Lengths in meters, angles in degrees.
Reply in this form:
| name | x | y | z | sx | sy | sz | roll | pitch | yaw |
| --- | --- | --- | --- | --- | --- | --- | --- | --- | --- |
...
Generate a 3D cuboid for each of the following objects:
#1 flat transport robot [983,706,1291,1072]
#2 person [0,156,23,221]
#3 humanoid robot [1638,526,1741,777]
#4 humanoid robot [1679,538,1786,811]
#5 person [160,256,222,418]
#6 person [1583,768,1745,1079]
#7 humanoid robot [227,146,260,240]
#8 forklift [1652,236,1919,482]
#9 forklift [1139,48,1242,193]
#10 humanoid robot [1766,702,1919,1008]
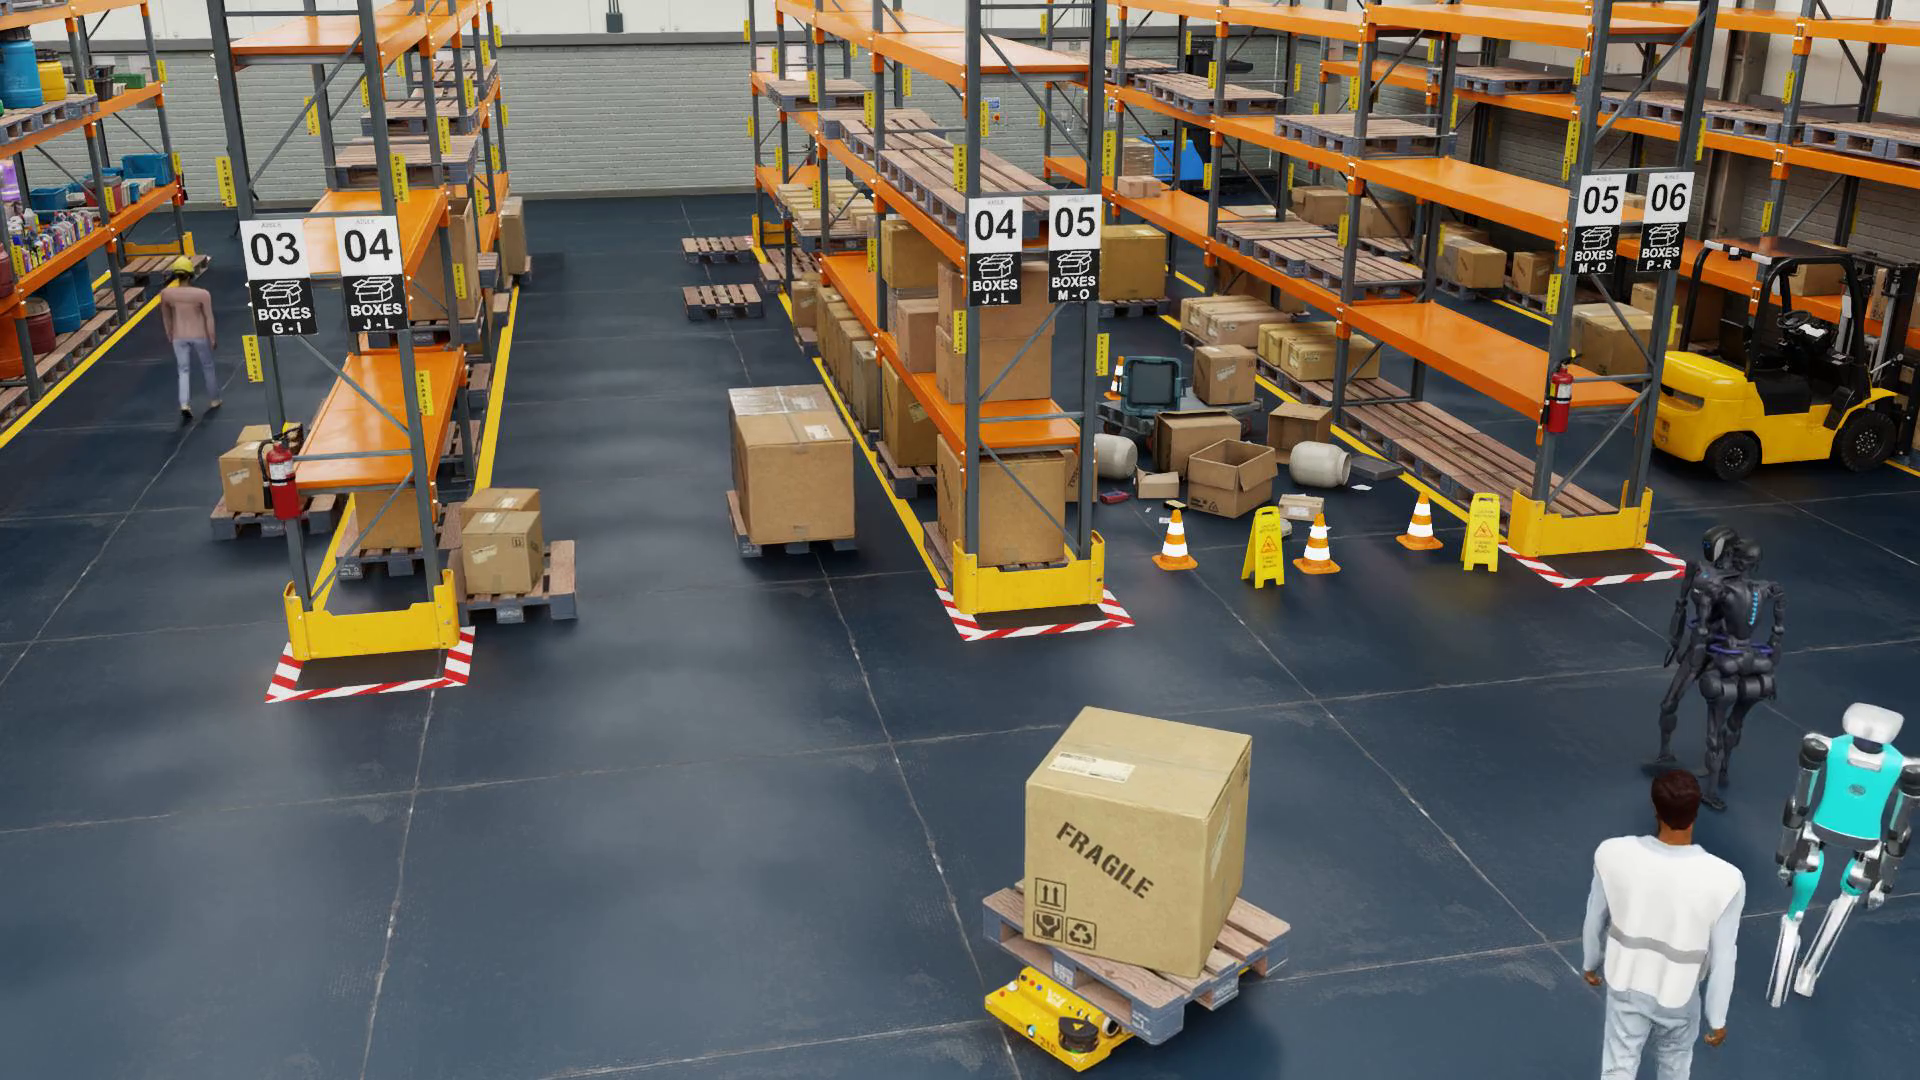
| name | x | y | z | sx | sy | sz | roll | pitch | yaw |
| --- | --- | --- | --- | --- | --- | --- | --- | --- | --- |
| flat transport robot | 0.858 | 2.156 | 8.398 | 1.431 | 0.231 | 0.659 | -17 | 26 | -39 |
| person | -15.348 | -5.478 | 26.916 | 0.347 | 1.688 | 0.489 | 12 | 23 | 28 |
| humanoid robot | 4.613 | 0.707 | 10.285 | 0.515 | 1.645 | 0.600 | -8 | 22 | -21 |
| humanoid robot | 4.683 | 0.785 | 10.076 | 0.584 | 1.632 | 0.546 | -2 | 20 | -5 |
| person | -8.328 | -2.202 | 18.015 | 0.534 | 1.735 | 0.790 | -5 | 21 | -14 |
| person | 2.948 | 1.810 | 7.023 | 0.610 | 1.871 | 0.944 | 12 | 24 | 30 |
| humanoid robot | -12.092 | -5.819 | 27.938 | 0.788 | 1.645 | 0.591 | 7 | 21 | 18 |
| forklift | 8.013 | -1.814 | 16.330 | 2.313 | 2.155 | 1.214 | -4 | 21 | -12 |
| forklift | 4.566 | -8.313 | 32.860 | 1.873 | 2.768 | 1.129 | -4 | 21 | -12 |
| humanoid robot | 4.257 | 1.547 | 8.059 | 0.544 | 1.842 | 0.800 | 12 | 23 | 28 |
